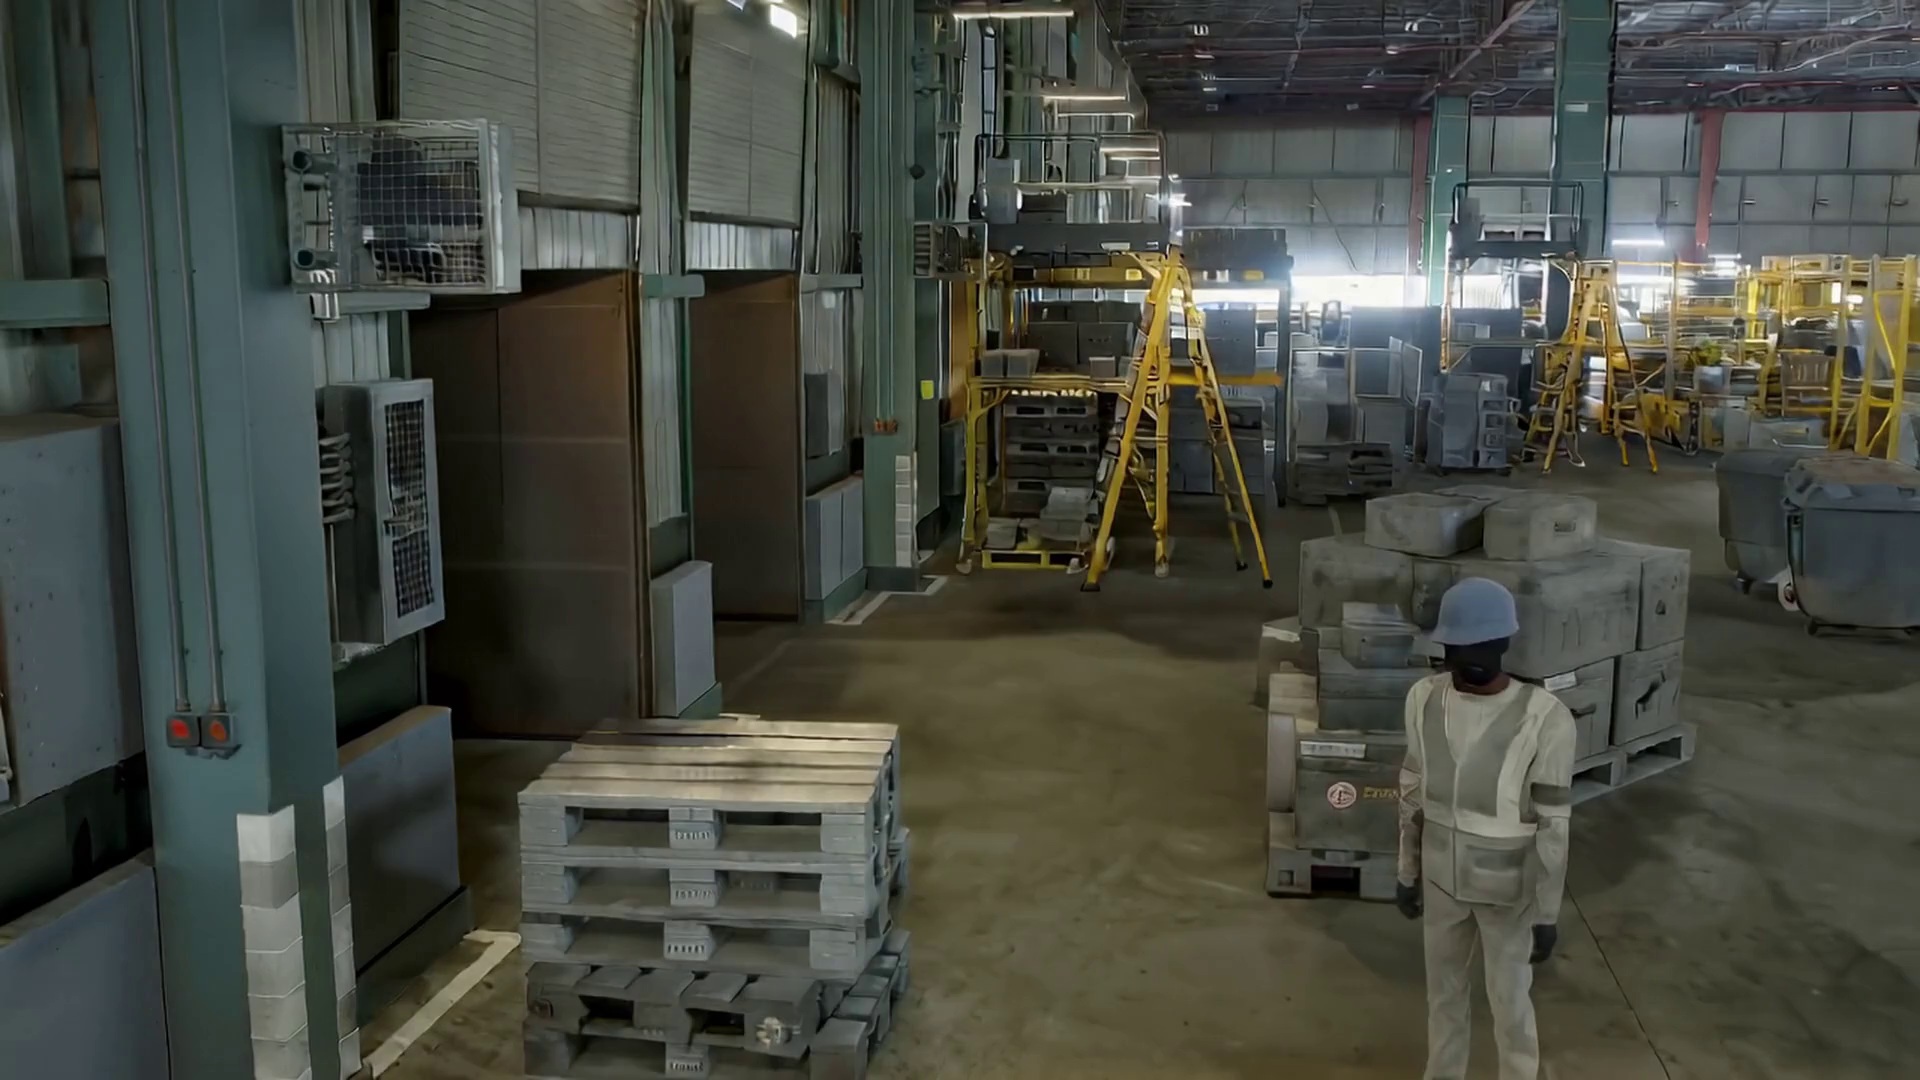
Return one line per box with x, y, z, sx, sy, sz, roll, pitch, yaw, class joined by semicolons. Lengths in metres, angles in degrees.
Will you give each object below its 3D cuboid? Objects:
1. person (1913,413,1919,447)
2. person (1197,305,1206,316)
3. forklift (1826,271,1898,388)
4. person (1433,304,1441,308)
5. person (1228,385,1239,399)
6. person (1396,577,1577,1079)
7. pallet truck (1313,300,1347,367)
15.701;-2.361;26.850;0.485;1.737;0.320;-4;10;-24;person
6.403;-5.311;44.459;0.544;1.929;0.387;-8;12;-42;person
21.072;-4.771;38.191;1.873;2.768;1.129;1;9;9;forklift
14.529;-6.273;50.693;1.003;1.836;0.572;8;12;39;person
5.759;-3.598;34.803;0.315;1.634;0.516;-2;10;-15;person
1.612;1.058;5.206;0.395;1.919;0.588;-8;12;-40;person
11.159;-6.200;49.718;0.823;1.965;1.885;4;10;26;pallet truck
